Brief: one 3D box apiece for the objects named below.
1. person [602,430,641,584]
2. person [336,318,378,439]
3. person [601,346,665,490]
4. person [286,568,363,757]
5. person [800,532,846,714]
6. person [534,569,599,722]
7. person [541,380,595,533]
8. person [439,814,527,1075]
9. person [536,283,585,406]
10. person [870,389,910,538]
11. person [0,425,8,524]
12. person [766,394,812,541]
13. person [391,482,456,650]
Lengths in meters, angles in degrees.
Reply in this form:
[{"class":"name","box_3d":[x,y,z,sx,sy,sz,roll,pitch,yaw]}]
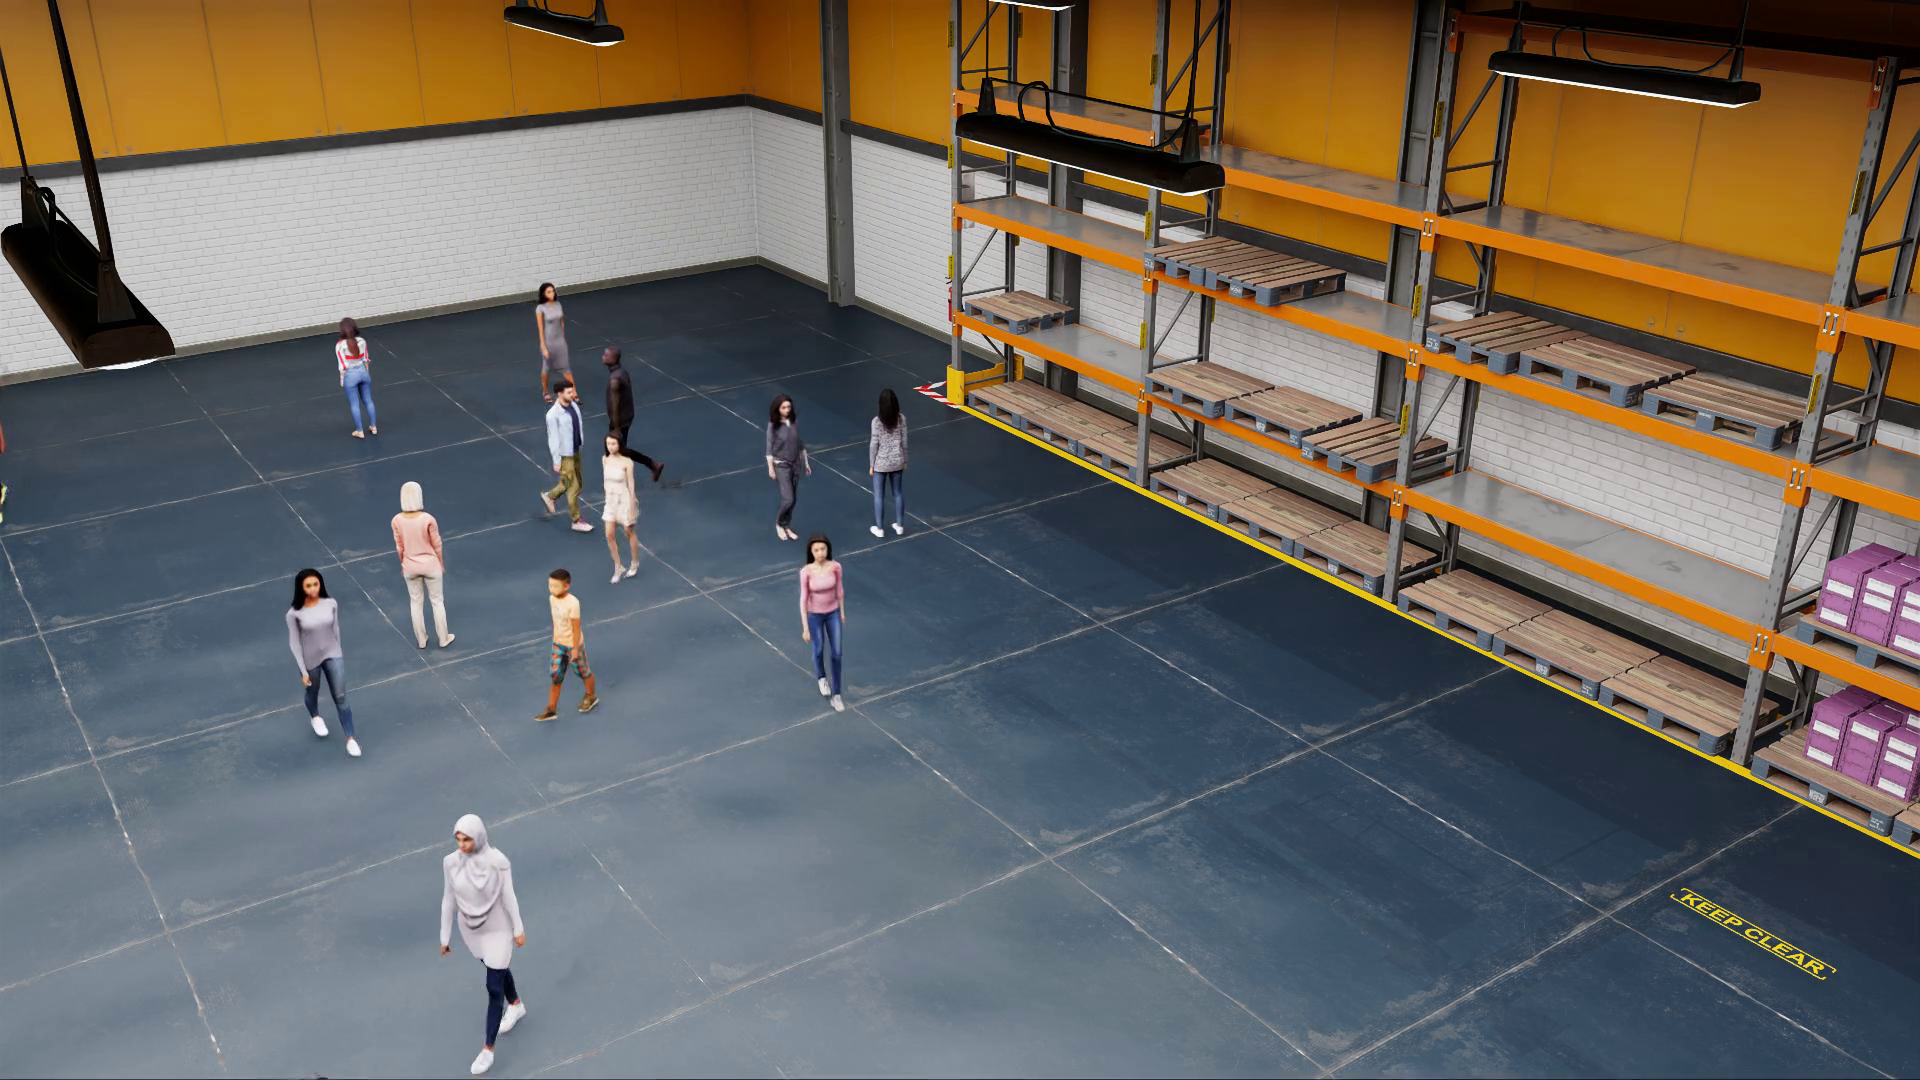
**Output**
[{"class":"person","box_3d":[-3.560,-0.386,17.770,0.751,1.717,0.807,11,26,24]},{"class":"person","box_3d":[-7.964,-2.154,21.942,0.562,1.613,0.622,22,32,40]},{"class":"person","box_3d":[-4.023,-1.458,20.098,1.034,1.815,1.086,-3,24,-7]},{"class":"person","box_3d":[-5.641,1.035,14.556,0.628,1.687,1.131,-16,28,-33]},{"class":"person","box_3d":[-1.270,0.682,15.334,0.772,1.710,0.982,-7,24,-15]},{"class":"person","box_3d":[-3.504,0.920,15.134,0.927,1.434,0.854,12,26,25]},{"class":"person","box_3d":[-4.559,-0.973,19.022,1.126,1.789,0.996,9,25,21]},{"class":"person","box_3d":[-3.090,2.545,11.026,1.058,1.747,1.087,6,24,13]},{"class":"person","box_3d":[-5.692,-2.691,23.009,1.105,1.744,0.732,21,31,40]},{"class":"person","box_3d":[-0.811,-0.877,18.876,0.652,1.731,0.583,-11,26,-23]},{"class":"person","box_3d":[-11.401,-1.114,19.441,0.791,1.711,1.222,-7,25,-16]},{"class":"person","box_3d":[-2.019,-0.842,18.774,0.664,1.747,0.664,20,31,39]},{"class":"person","box_3d":[-5.282,0.250,16.304,0.681,1.724,0.694,-1,24,-2]}]
